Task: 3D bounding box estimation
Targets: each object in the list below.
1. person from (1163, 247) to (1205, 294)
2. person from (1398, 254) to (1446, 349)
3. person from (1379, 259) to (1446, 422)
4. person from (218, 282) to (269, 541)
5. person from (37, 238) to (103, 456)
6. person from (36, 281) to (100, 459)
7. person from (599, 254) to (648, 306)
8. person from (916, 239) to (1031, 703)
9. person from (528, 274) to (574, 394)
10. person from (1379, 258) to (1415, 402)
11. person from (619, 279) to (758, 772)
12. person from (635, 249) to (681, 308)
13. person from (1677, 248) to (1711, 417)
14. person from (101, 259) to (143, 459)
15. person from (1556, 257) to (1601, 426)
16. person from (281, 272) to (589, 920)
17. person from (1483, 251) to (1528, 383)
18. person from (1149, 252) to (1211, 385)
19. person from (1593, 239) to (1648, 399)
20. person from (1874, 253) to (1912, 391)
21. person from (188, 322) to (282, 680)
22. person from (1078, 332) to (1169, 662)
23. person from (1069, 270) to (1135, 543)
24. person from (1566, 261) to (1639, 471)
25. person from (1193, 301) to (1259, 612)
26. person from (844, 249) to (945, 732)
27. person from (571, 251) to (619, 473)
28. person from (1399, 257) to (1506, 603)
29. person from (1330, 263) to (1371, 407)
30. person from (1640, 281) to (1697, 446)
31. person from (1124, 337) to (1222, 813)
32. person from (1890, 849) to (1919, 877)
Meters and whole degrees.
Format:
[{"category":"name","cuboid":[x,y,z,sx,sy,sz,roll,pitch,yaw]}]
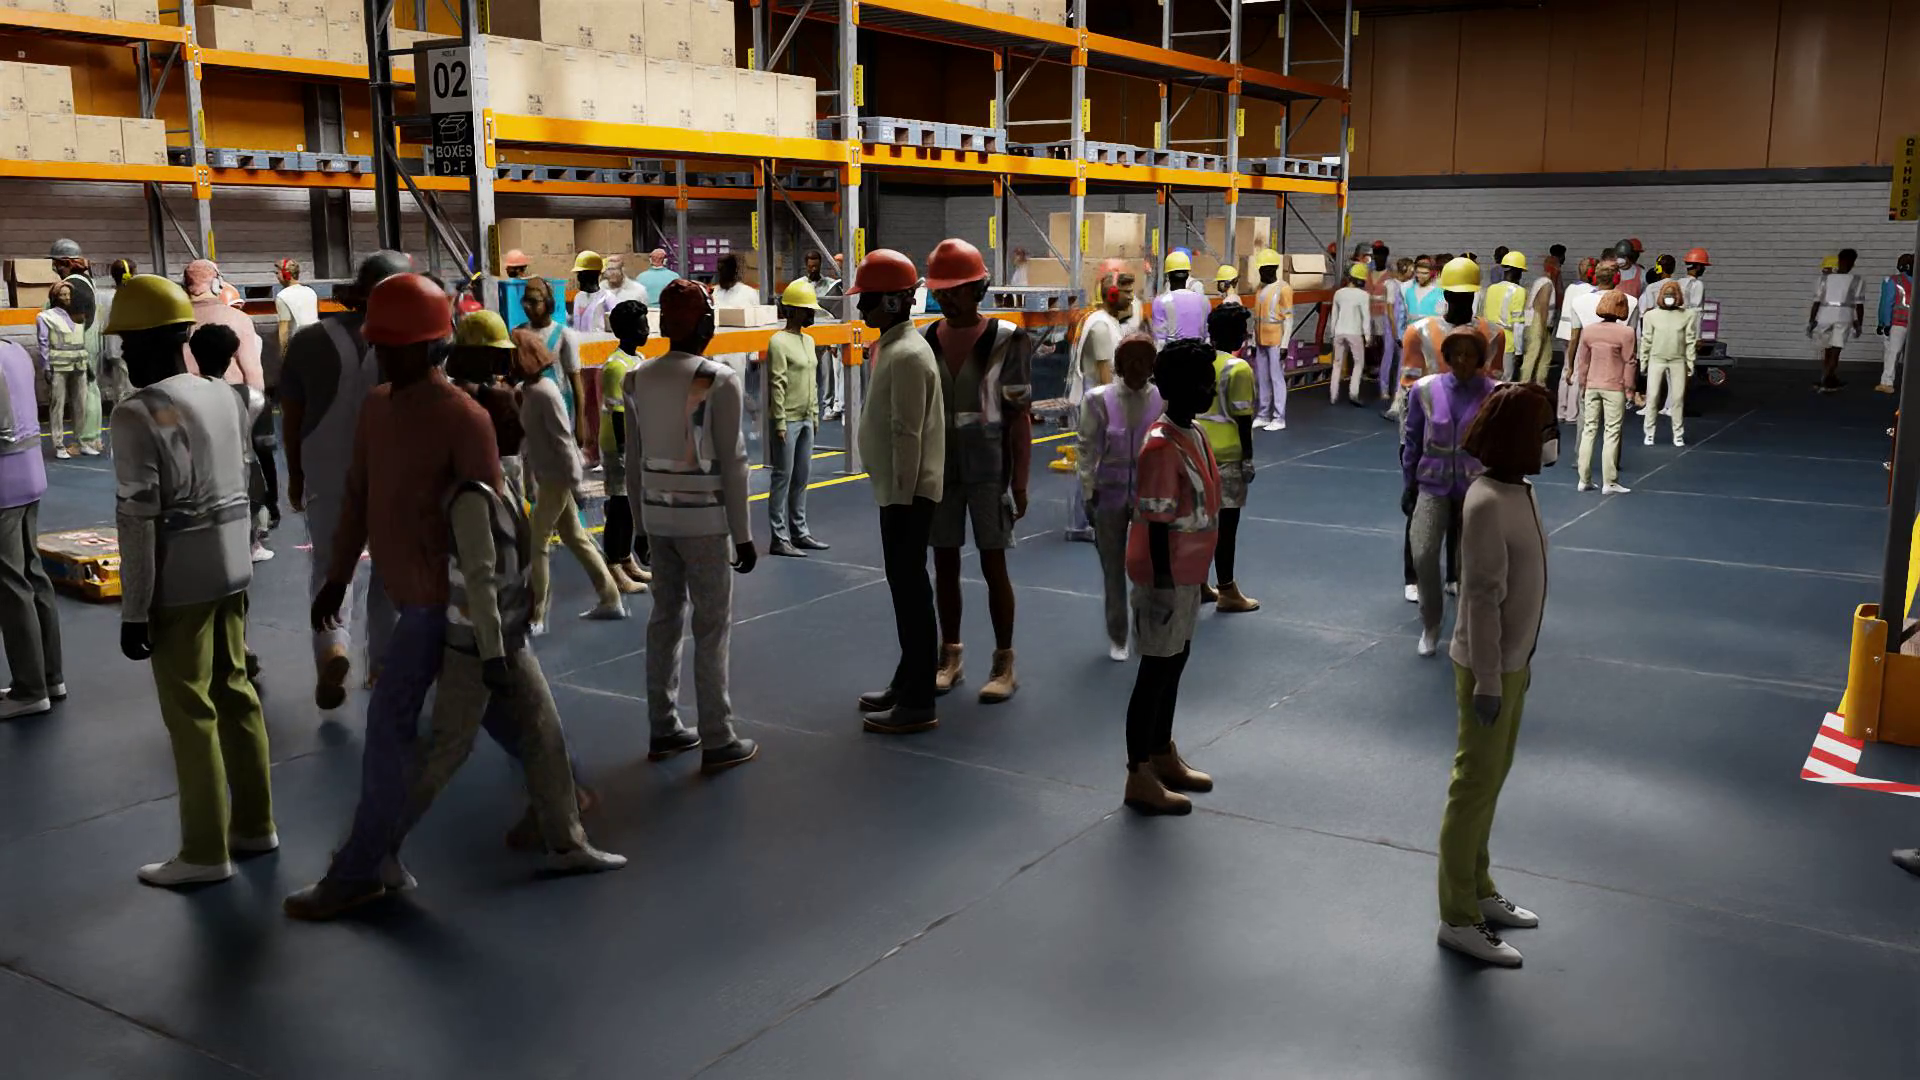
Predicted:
[{"category":"person","cuboid":[2.381,-2.190,18.020,0.385,1.948,0.603,-7,13,-35]},{"category":"person","cuboid":[5.542,-2.471,19.823,0.630,1.870,1.013,3,11,19]},{"category":"person","cuboid":[5.048,-2.181,18.351,0.903,1.800,0.573,-8,13,-39]},{"category":"person","cuboid":[-4.814,-0.823,10.985,0.326,1.751,0.559,1,10,6]},{"category":"person","cuboid":[-8.408,-1.821,15.723,0.538,2.000,0.684,-3,11,-17]},{"category":"person","cuboid":[-8.313,-1.580,15.486,0.308,1.644,0.511,5,11,26]},{"category":"person","cuboid":[-3.626,-2.109,17.776,0.633,1.877,0.867,-1,10,-5]},{"category":"person","cuboid":[0.011,-0.295,7.321,0.613,2.028,0.409,4,11,23]},{"category":"person","cuboid":[-3.658,-1.489,14.741,0.578,1.731,0.560,1,10,7]},{"category":"person","cuboid":[5.497,-2.633,20.890,0.504,1.800,0.695,-5,11,-24]},{"category":"person","cuboid":[-1.041,-0.054,6.389,0.580,1.879,0.351,7,12,33]},{"category":"person","cuboid":[-3.892,-2.829,21.674,0.636,1.911,0.406,0,10,-2]},{"category":"person","cuboid":[8.375,-2.372,19.096,0.387,1.929,0.543,-1,10,-5]},{"category":"person","cuboid":[-7.708,-1.694,15.565,0.554,1.842,0.742,8,13,36]},{"category":"person","cuboid":[6.738,-2.154,18.152,0.390,1.836,0.560,-1,10,-7]},{"category":"person","cuboid":[-1.618,0.134,5.217,1.062,1.941,0.635,-9,13,-39]},{"category":"person","cuboid":[5.536,-1.963,16.890,0.423,1.909,0.585,-3,11,-17]},{"category":"person","cuboid":[1.819,-1.440,13.932,0.594,1.922,0.375,-6,12,-31]},{"category":"person","cuboid":[8.428,-2.815,21.226,0.684,2.000,0.535,3,11,14]},{"category":"person","cuboid":[12.580,-2.898,22.242,0.626,1.844,0.429,1,10,4]},{"category":"person","cuboid":[-3.396,-0.172,7.680,0.547,1.656,0.799,-9,13,-40]},{"category":"person","cuboid":[0.799,-0.156,7.720,0.508,1.592,0.840,1,10,5]},{"category":"person","cuboid":[1.015,-0.868,11.045,0.619,1.819,0.593,4,11,19]},{"category":"person","cuboid":[5.605,-1.508,14.536,0.569,1.840,0.373,3,11,14]},{"category":"person","cuboid":[1.433,-0.455,9.114,0.320,1.692,0.531,-5,12,-27]},{"category":"person","cuboid":[-0.267,-0.205,6.927,0.407,1.986,0.616,-1,10,-7]},{"category":"person","cuboid":[-3.207,-1.558,14.575,0.587,1.928,0.362,8,13,39]},{"category":"person","cuboid":[2.746,-0.601,9.277,0.594,1.924,0.382,-1,10,-5]},{"category":"person","cuboid":[4.694,-2.487,20.257,0.440,1.744,0.658,-9,14,-42]},{"category":"person","cuboid":[6.968,-1.731,16.383,0.515,1.619,0.289,4,11,21]},{"category":"person","cuboid":[0.759,0.121,5.937,0.322,1.689,0.530,4,11,20]},{"category":"person","cuboid":[3.216,0.253,5.103,0.556,1.724,0.515,-8,13,-38]}]
